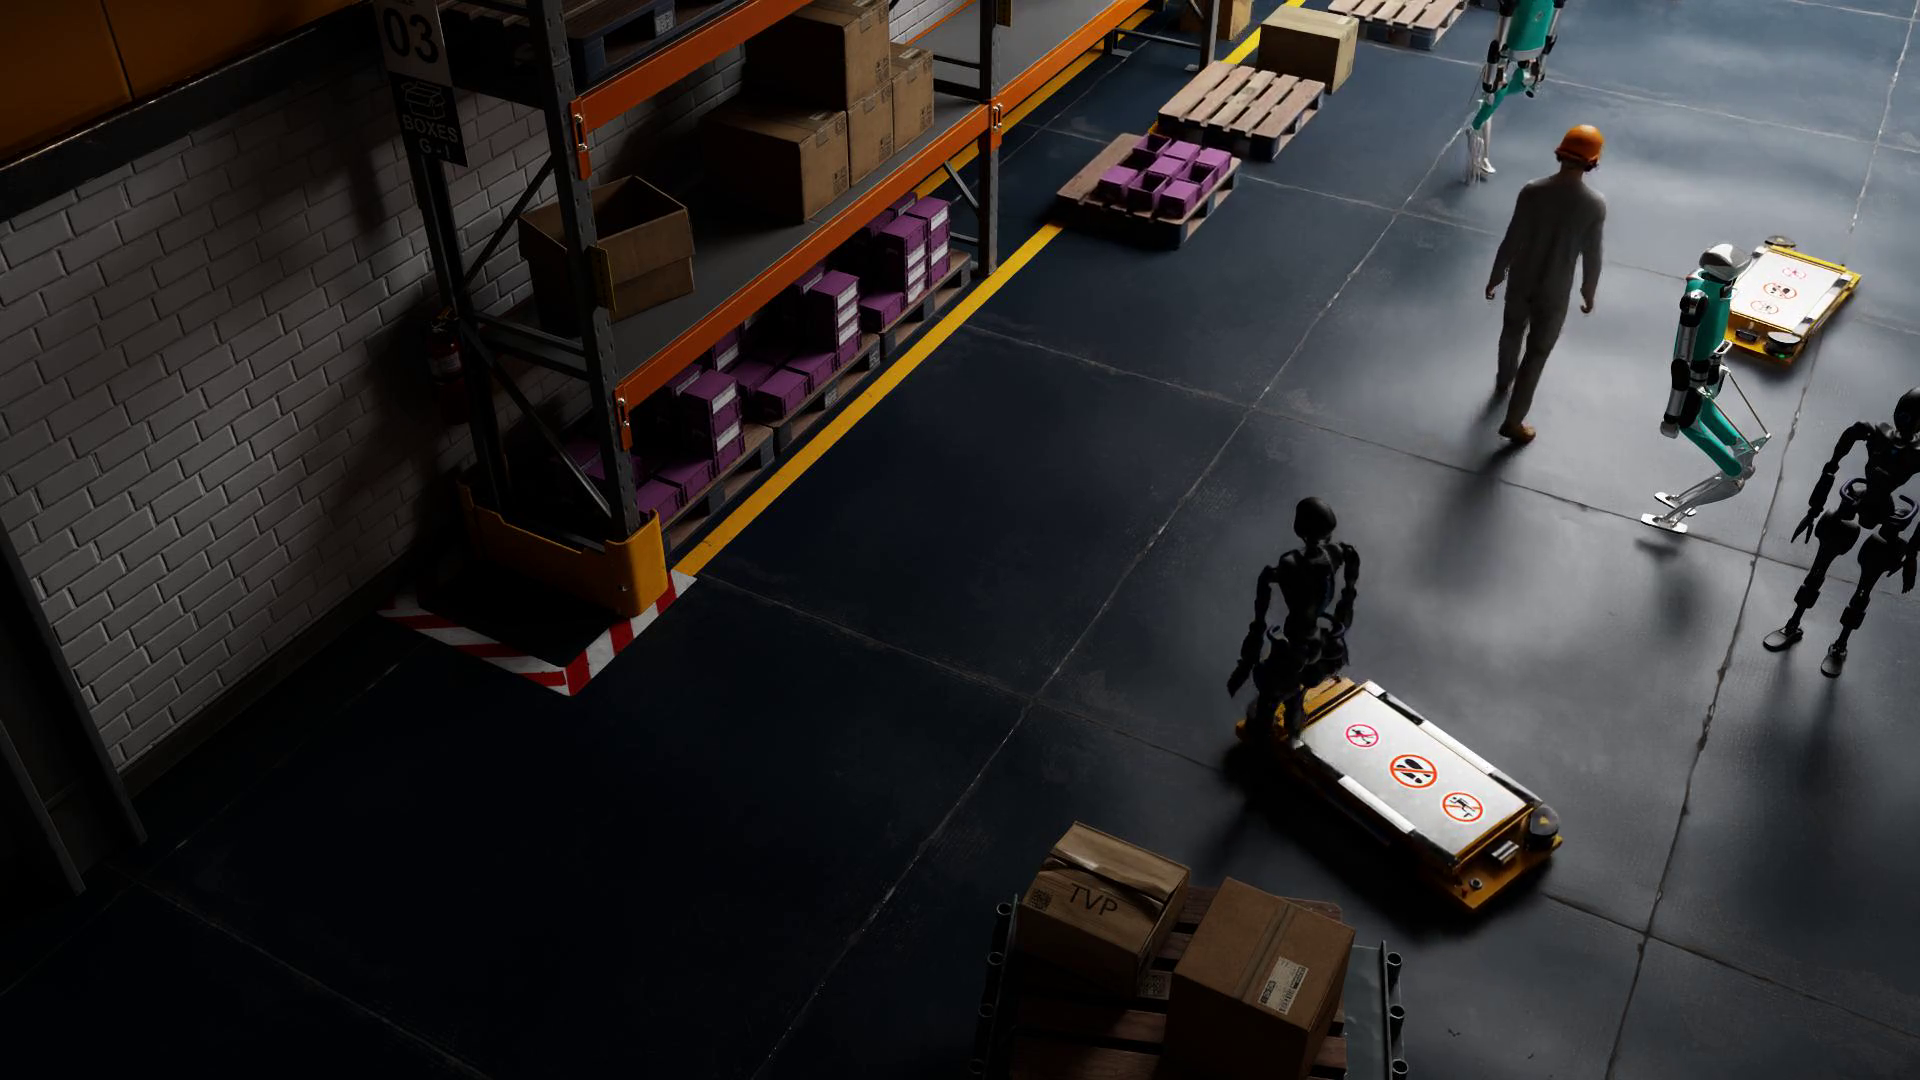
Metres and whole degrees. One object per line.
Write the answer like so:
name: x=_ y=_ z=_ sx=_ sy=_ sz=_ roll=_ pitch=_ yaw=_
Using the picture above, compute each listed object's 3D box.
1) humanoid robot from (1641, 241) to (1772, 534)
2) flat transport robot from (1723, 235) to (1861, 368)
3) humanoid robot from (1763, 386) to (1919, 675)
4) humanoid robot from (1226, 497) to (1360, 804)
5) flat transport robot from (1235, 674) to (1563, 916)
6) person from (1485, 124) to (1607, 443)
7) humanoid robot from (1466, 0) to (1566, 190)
humanoid robot: x=4.076 y=-0.738 z=8.860 sx=0.735 sy=1.677 sz=0.533 roll=28 pitch=46 yaw=30
flat transport robot: x=5.537 y=-1.627 z=11.254 sx=0.659 sy=0.231 sz=1.431 roll=28 pitch=46 yaw=30
humanoid robot: x=4.435 y=-0.046 z=8.139 sx=0.315 sy=1.657 sz=0.599 roll=-31 pitch=48 yaw=-33
humanoid robot: x=1.497 y=0.498 z=7.477 sx=0.613 sy=1.651 sz=0.341 roll=-17 pitch=42 yaw=-20
flat transport robot: x=2.044 y=1.119 z=7.821 sx=0.659 sy=0.231 sz=1.431 roll=-26 pitch=46 yaw=-29
person: x=3.442 y=-1.512 z=9.856 sx=0.624 sy=1.850 sz=0.886 roll=20 pitch=43 yaw=23
humanoid robot: x=4.025 y=-3.503 z=12.444 sx=0.540 sy=1.810 sz=0.770 roll=-12 pitch=40 yaw=-15
